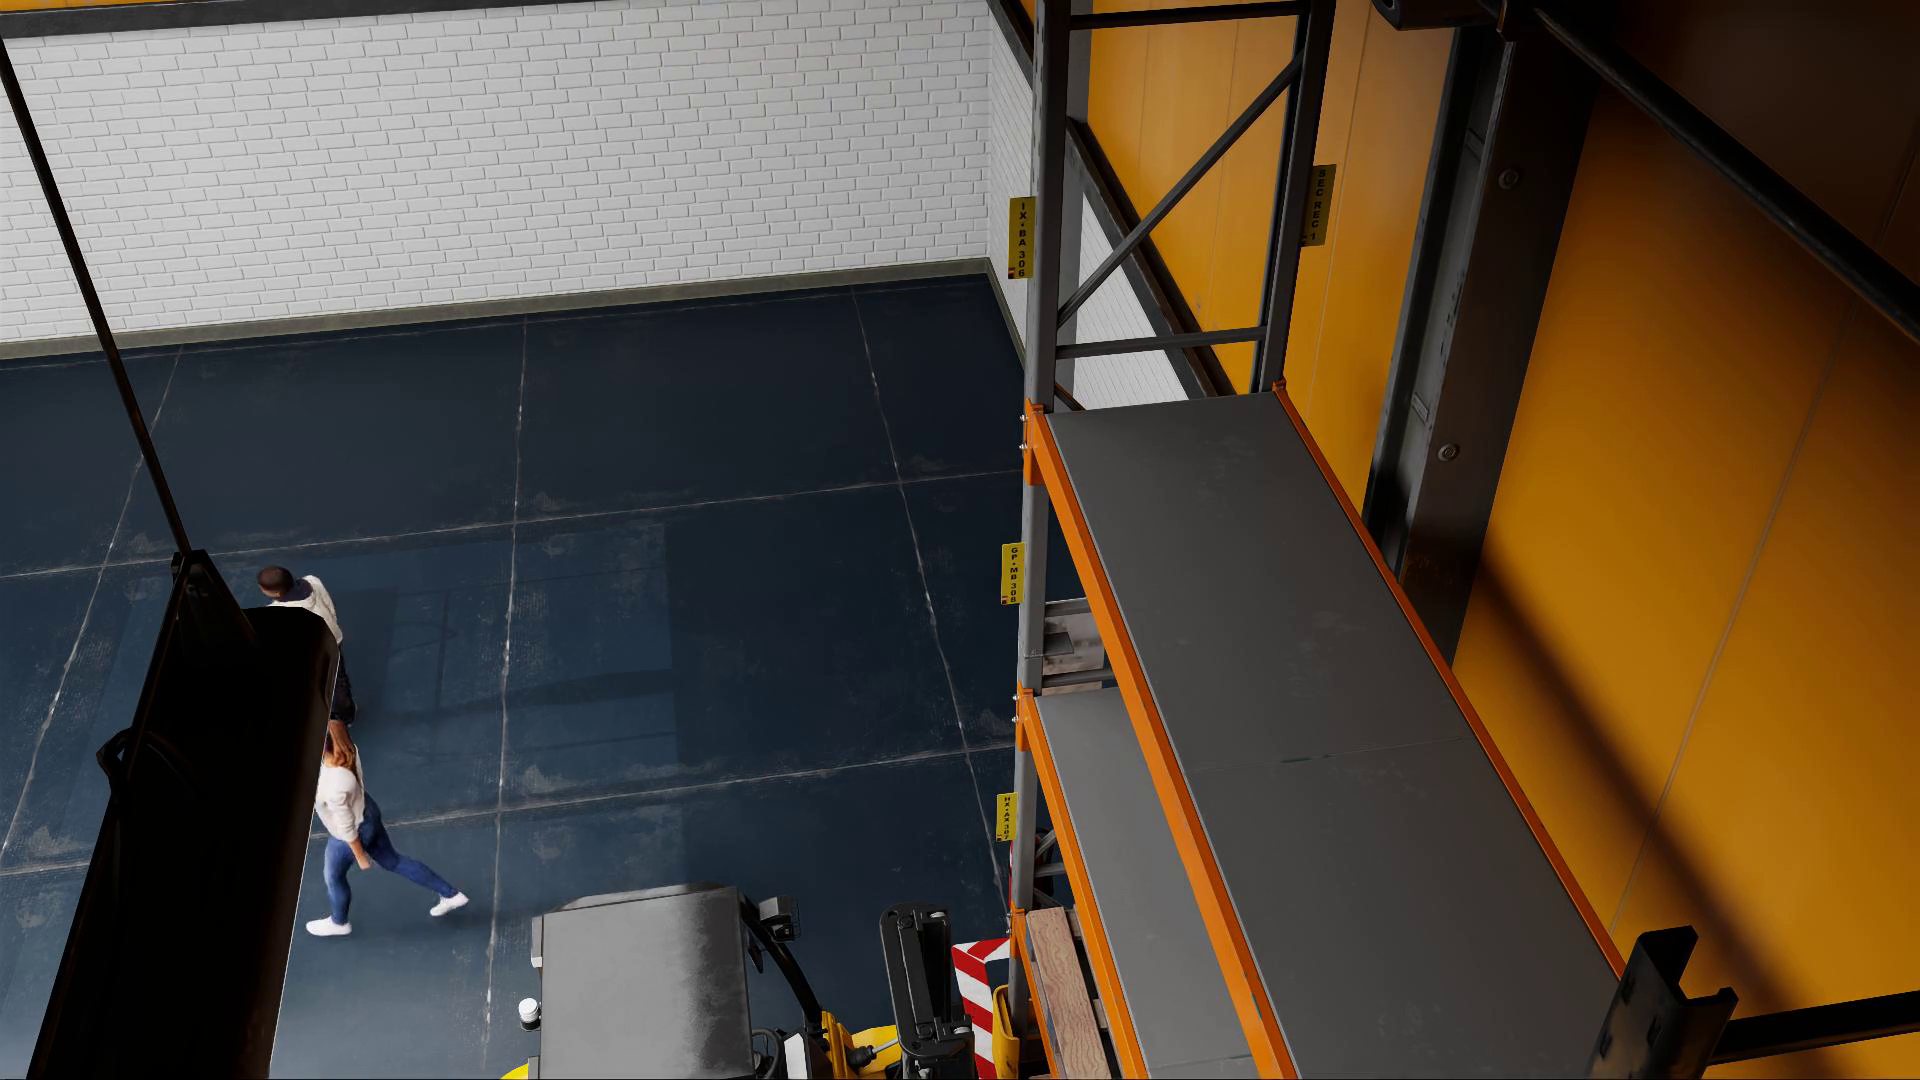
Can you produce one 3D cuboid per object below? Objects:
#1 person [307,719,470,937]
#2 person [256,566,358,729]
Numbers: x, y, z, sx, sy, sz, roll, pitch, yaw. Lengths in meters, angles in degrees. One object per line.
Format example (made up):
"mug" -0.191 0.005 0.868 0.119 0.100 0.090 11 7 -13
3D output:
"person" -3.268 1.612 9.273 0.778 1.681 1.125 -2 39 -2
"person" -4.128 0.671 10.652 0.694 1.431 0.733 -23 44 -26
